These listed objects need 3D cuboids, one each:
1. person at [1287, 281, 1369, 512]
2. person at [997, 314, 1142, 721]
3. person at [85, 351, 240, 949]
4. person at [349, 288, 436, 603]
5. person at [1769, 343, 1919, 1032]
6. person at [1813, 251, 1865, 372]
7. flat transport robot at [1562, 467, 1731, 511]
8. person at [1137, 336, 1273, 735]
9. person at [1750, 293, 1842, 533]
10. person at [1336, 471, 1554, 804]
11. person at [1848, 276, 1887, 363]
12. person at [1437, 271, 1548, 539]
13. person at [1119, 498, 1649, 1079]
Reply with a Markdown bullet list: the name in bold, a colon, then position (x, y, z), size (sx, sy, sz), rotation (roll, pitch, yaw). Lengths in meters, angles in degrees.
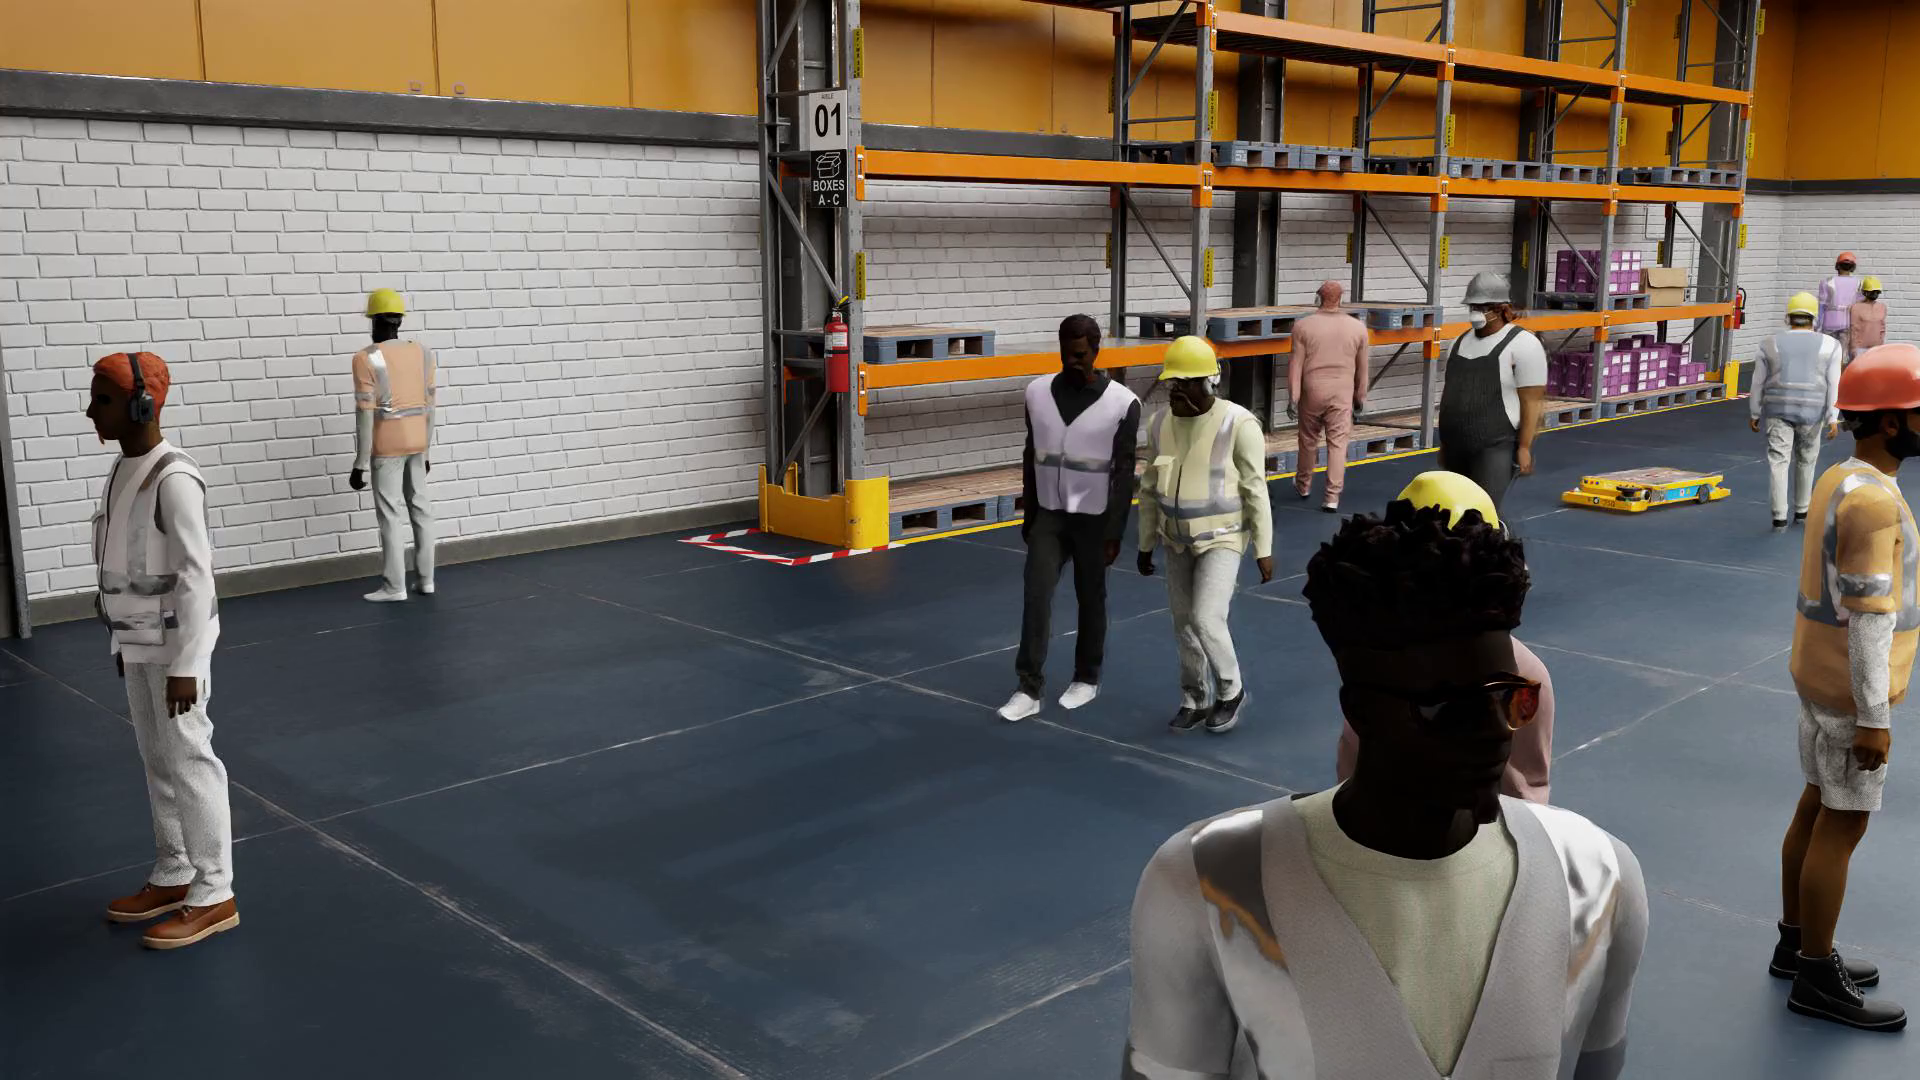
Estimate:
- **person**: position (3.021, -1.201, 13.770), size (0.674, 1.856, 0.994), rotation (1, 10, 3)
- **person**: position (0.487, -0.088, 7.650), size (0.615, 1.879, 0.859), rotation (6, 12, 28)
- **person**: position (-2.551, 0.347, 5.293), size (0.351, 1.881, 0.585), rotation (-10, 15, -44)
- **person**: position (-3.482, -0.570, 10.216), size (0.399, 1.914, 0.649), rotation (6, 12, 31)
- **person**: position (2.577, 0.413, 4.765), size (0.354, 1.942, 0.545), rotation (3, 11, 17)
- **person**: position (12.100, -2.957, 22.926), size (0.634, 2.020, 0.494), rotation (2, 11, 10)
- **flat transport robot**: position (5.776, -0.439, 13.966), size (1.431, 0.197, 0.652), rotation (-7, 13, -34)
- **person**: position (1.060, 0.003, 7.364), size (0.659, 1.807, 0.459), rotation (10, 14, 42)
- **person**: position (6.402, -0.985, 12.763), size (0.626, 1.797, 0.844), rotation (5, 12, 27)
- **person**: position (0.982, 0.730, 3.513), size (0.308, 1.769, 0.525), rotation (-7, 12, -33)
- **person**: position (11.083, -2.341, 20.333), size (0.528, 1.744, 0.406), rotation (-1, 10, -8)
- **person**: position (3.143, -0.612, 10.083), size (0.535, 2.000, 0.704), rotation (-6, 12, -30)
- **person**: position (0.478, 0.925, 1.904), size (0.611, 1.966, 0.362), rotation (-2, 11, -9)
